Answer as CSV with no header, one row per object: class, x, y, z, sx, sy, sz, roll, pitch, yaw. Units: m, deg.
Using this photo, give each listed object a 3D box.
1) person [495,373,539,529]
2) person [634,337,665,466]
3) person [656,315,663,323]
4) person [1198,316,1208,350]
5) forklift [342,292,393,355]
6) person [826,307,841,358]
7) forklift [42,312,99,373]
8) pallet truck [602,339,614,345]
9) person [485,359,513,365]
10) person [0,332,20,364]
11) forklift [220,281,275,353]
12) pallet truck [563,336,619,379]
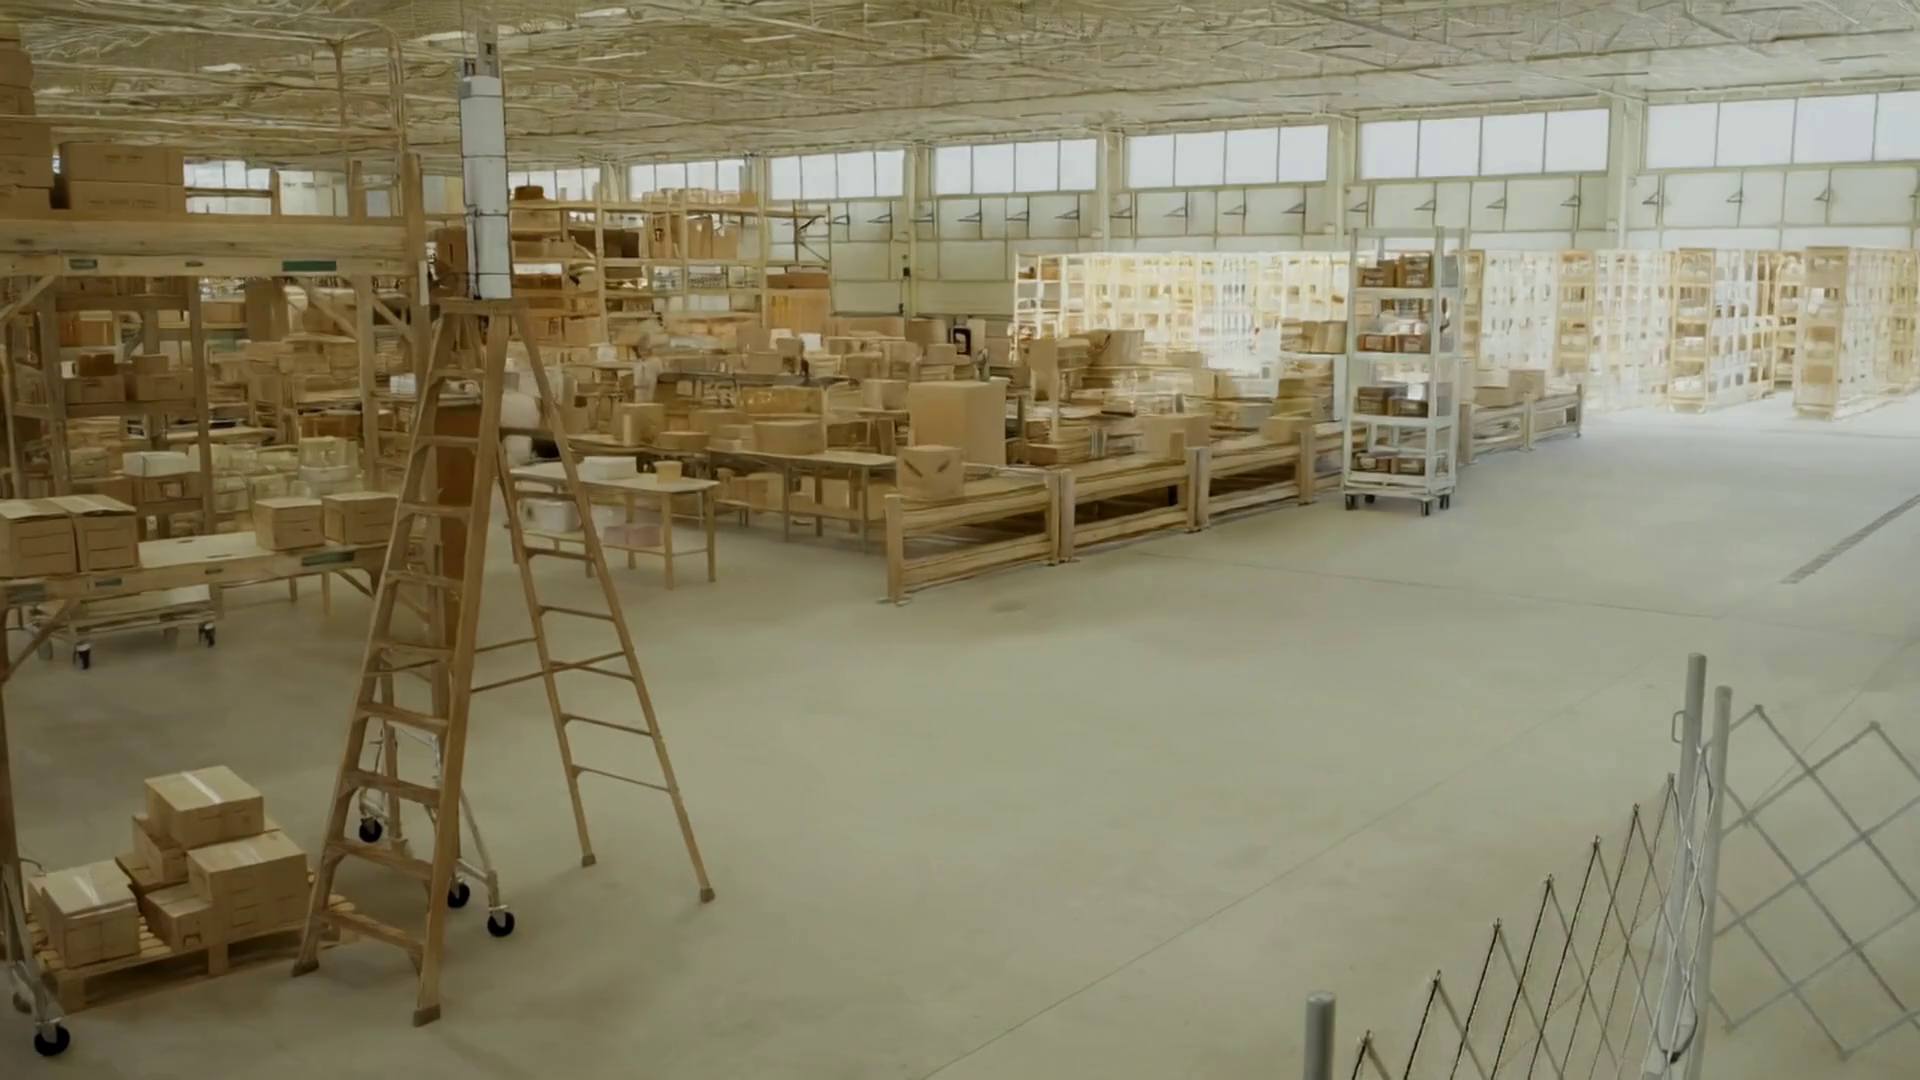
person,-5.341,-1.070,19.760,0.432,1.894,0.669,9,13,44
person,-4.937,-2.192,26.299,0.358,2.047,0.615,6,11,32
person,-9.472,-6.230,52.518,0.766,1.706,0.615,1,9,8
person,7.625,-6.255,52.388,0.589,1.809,0.630,8,12,42
forklift,-16.485,-5.622,45.120,1.129,2.768,1.873,7,11,37
person,-4.349,-6.830,55.583,0.986,1.947,0.620,3,9,16
forklift,-23.779,-5.451,44.052,1.873,2.768,1.129,7,11,36
pallet truck,-8.991,-4.871,45.351,0.653,1.274,1.630,7,11,37
person,-8.242,-2.618,29.664,0.623,1.818,0.430,-3,10,-20
person,-23.742,-4.425,41.524,0.279,1.634,0.499,8,12,42
forklift,-19.401,-5.772,46.058,1.129,2.768,1.873,7,11,37
pallet truck,-10.690,-5.294,48.215,1.601,1.201,0.680,-5,10,-26
